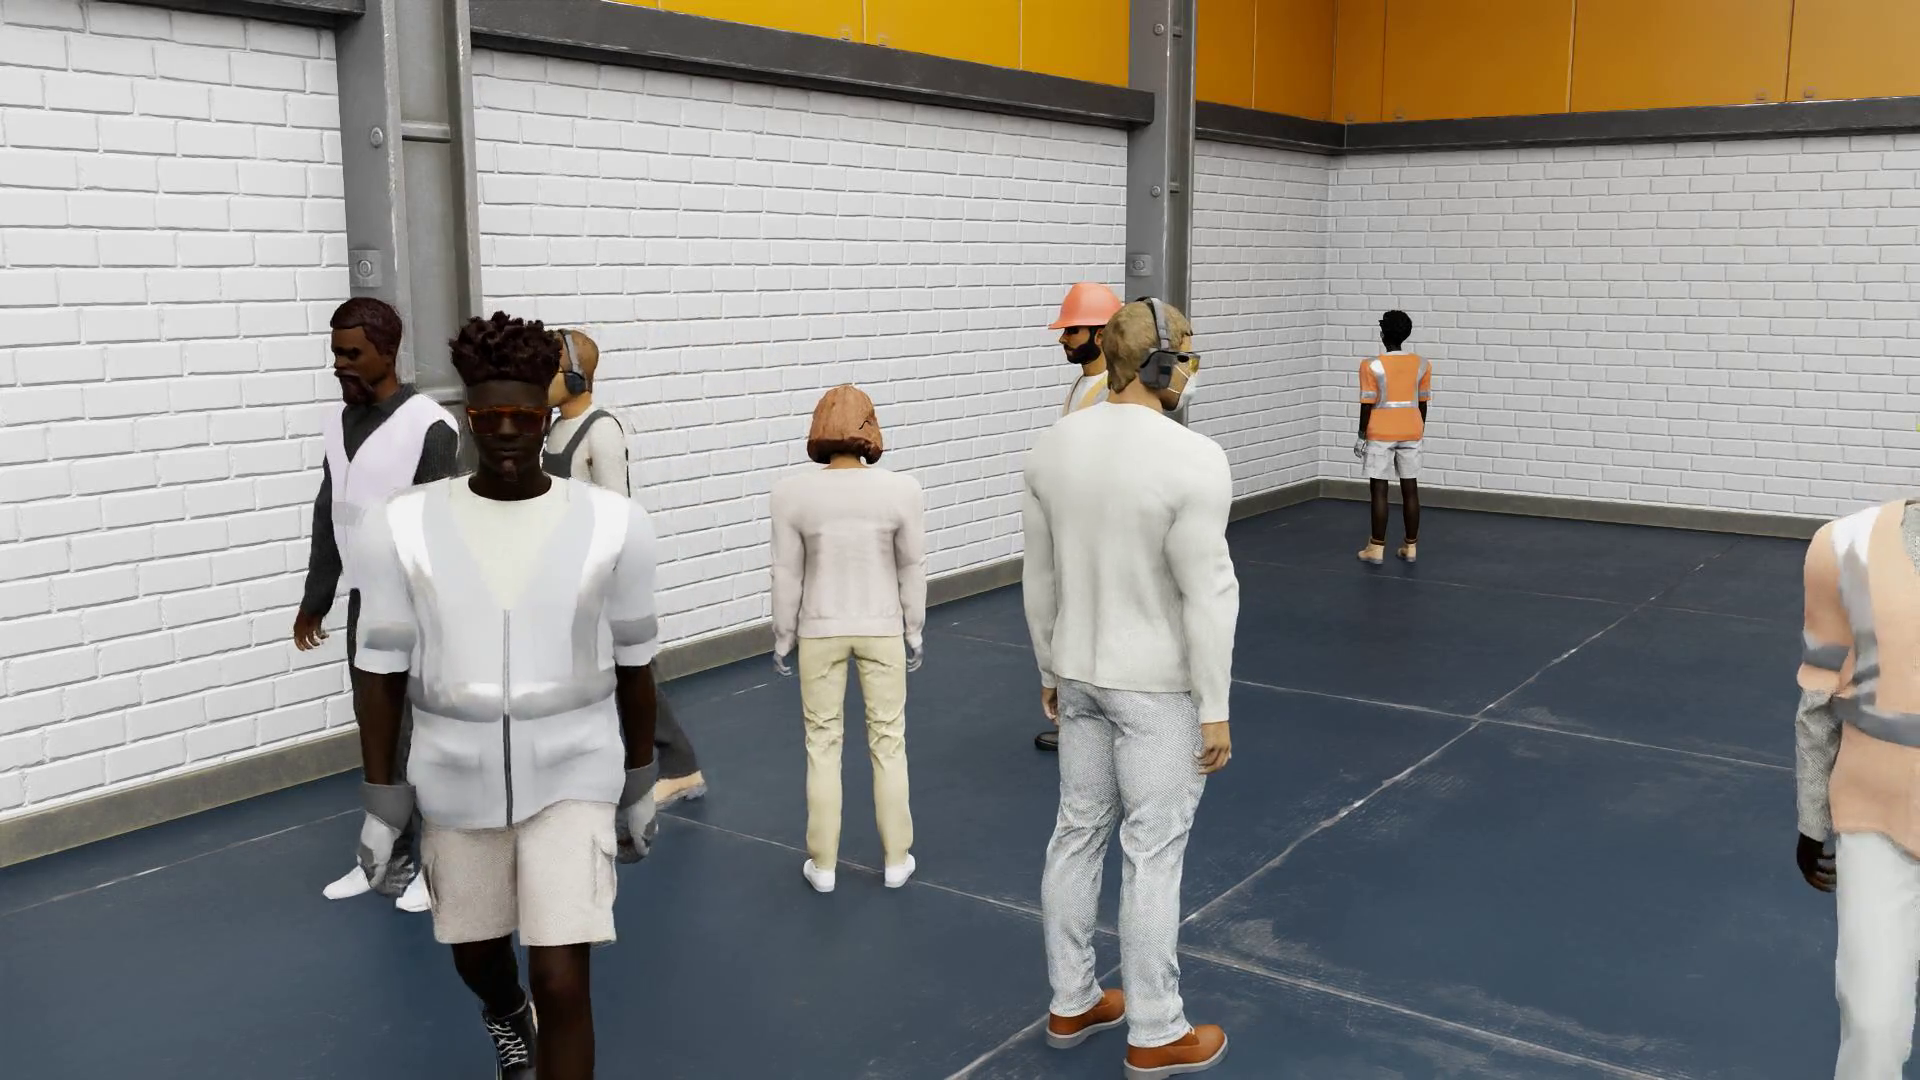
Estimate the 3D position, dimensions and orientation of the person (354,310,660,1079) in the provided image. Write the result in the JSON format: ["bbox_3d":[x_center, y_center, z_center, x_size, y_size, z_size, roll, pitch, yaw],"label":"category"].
[{"bbox_3d":[-0.936,0.480,3.515,0.612,1.935,0.950,-2,10,-10],"label":"person"}]

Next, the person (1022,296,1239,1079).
[{"bbox_3d":[0.420,0.368,4.156,0.355,1.936,0.633,-9,13,-42],"label":"person"}]

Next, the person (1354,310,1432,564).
[{"bbox_3d":[2.893,-0.685,11.139,0.530,1.697,0.321,-2,10,-13],"label":"person"}]

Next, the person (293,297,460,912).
[{"bbox_3d":[-1.814,0.195,5.270,0.604,1.914,0.451,8,12,38],"label":"person"}]

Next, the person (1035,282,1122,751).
[{"bbox_3d":[0.521,-0.052,6.656,0.358,1.937,0.549,-3,10,-18],"label":"person"}]

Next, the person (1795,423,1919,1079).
[{"bbox_3d":[1.992,0.536,3.328,0.594,1.890,0.854,6,11,33],"label":"person"}]

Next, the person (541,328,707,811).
[{"bbox_3d":[-1.352,0.147,5.918,0.985,1.793,0.530,-5,11,-29],"label":"person"}]

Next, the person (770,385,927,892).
[{"bbox_3d":[-0.355,0.320,5.343,0.499,1.633,0.288,-1,10,-4],"label":"person"}]
